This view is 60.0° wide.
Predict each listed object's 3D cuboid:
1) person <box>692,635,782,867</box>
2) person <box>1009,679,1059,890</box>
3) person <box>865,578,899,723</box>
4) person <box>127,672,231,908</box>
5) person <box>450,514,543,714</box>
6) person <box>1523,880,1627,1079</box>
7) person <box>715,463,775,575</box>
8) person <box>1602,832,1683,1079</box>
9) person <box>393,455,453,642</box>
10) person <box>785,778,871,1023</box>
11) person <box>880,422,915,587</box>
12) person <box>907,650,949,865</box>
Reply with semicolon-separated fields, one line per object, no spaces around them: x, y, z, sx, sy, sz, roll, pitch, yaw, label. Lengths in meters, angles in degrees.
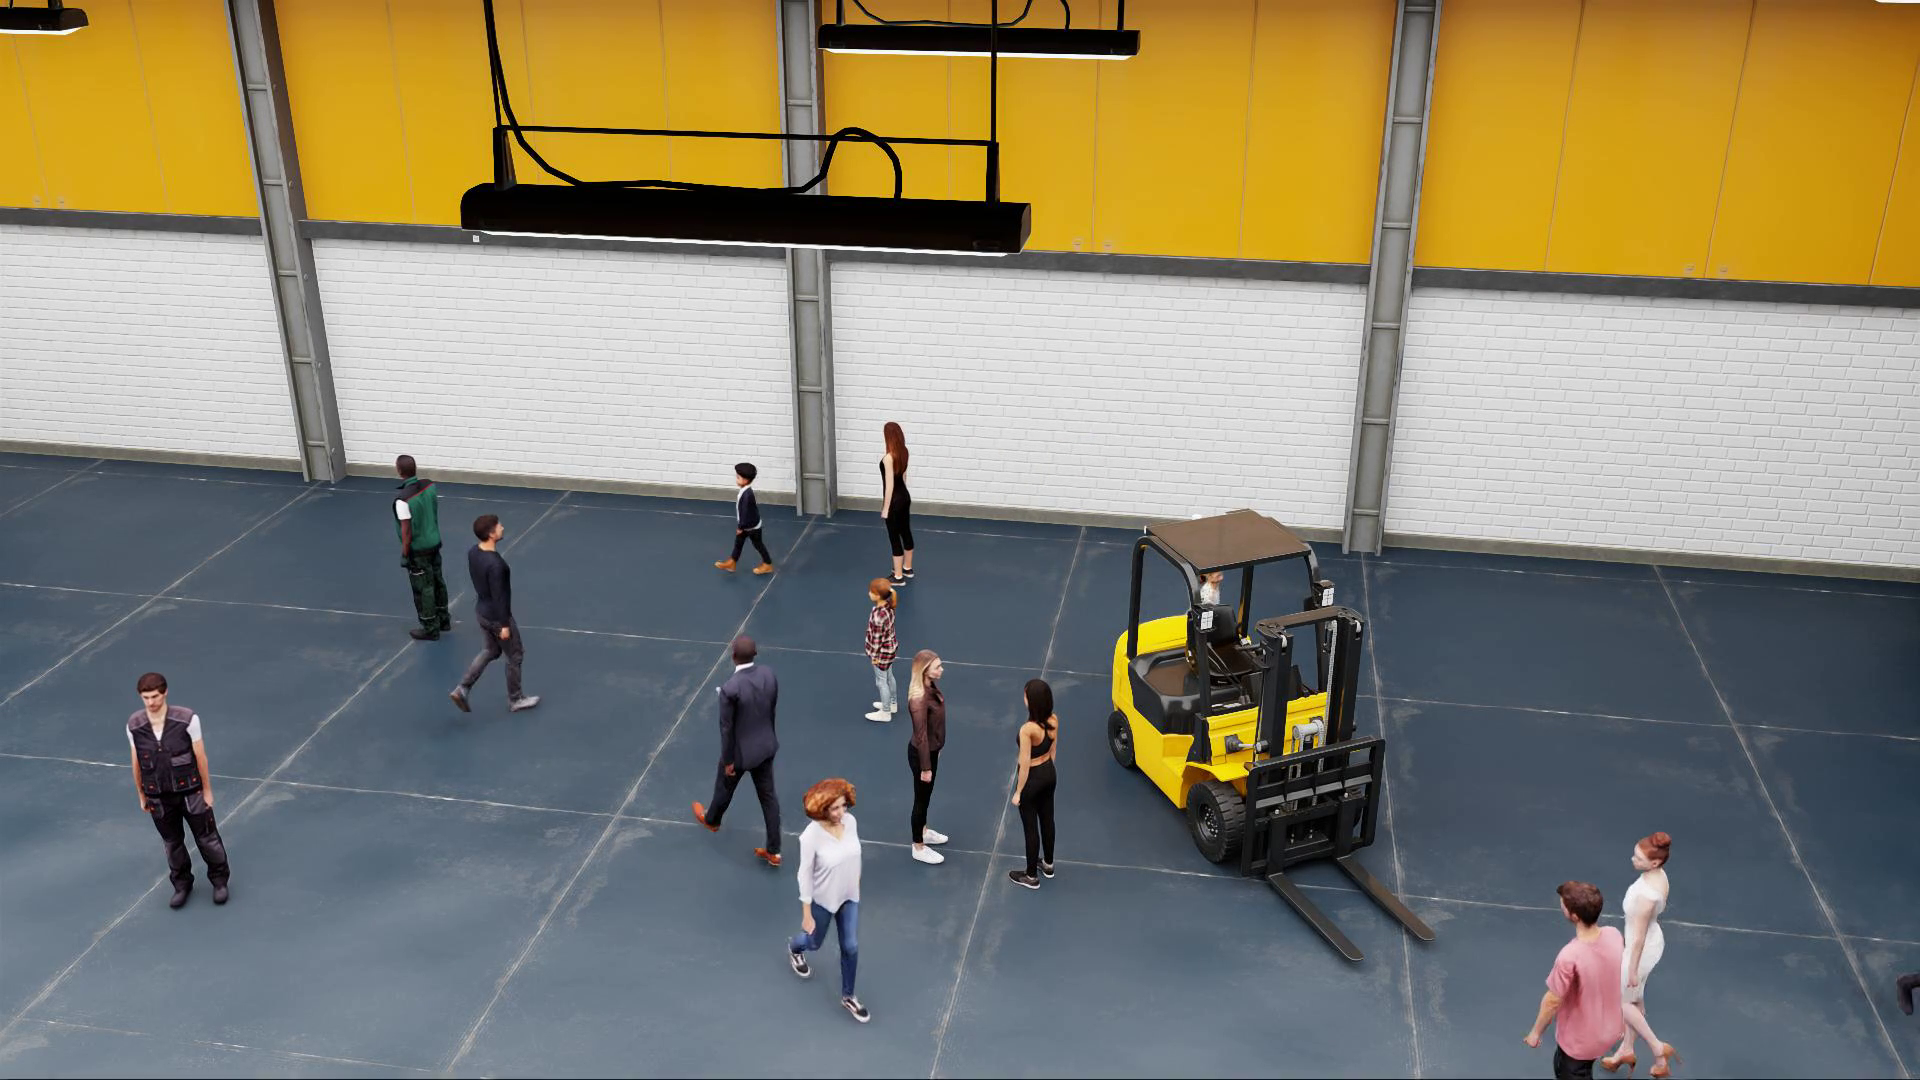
-1.484;1.585;12.185;1.269;1.777;1.132;22;32;40;person
0.554;1.745;11.987;0.657;1.643;0.638;21;31;40;person
-0.653;0.930;14.273;0.513;1.304;0.539;6;24;14;person
-5.525;1.744;11.735;0.643;1.846;0.782;-5;24;-11;person
-4.044;0.676;14.170;1.047;1.853;1.050;-20;31;-39;person
3.527;2.804;9.208;0.928;1.929;0.987;-13;27;-28;person
-2.103;-0.197;16.987;0.891;1.196;0.701;-5;24;-12;person
4.183;2.541;9.990;0.840;1.784;0.740;17;29;35;person
-5.048;0.059;15.598;0.650;1.839;0.717;8;25;17;person
-0.892;2.253;10.772;1.049;1.686;1.121;-16;28;-32;person
-0.630;-0.377;16.741;0.609;1.723;0.624;11;26;24;person
-0.263;1.573;12.303;0.500;1.705;0.604;3;24;7;person
